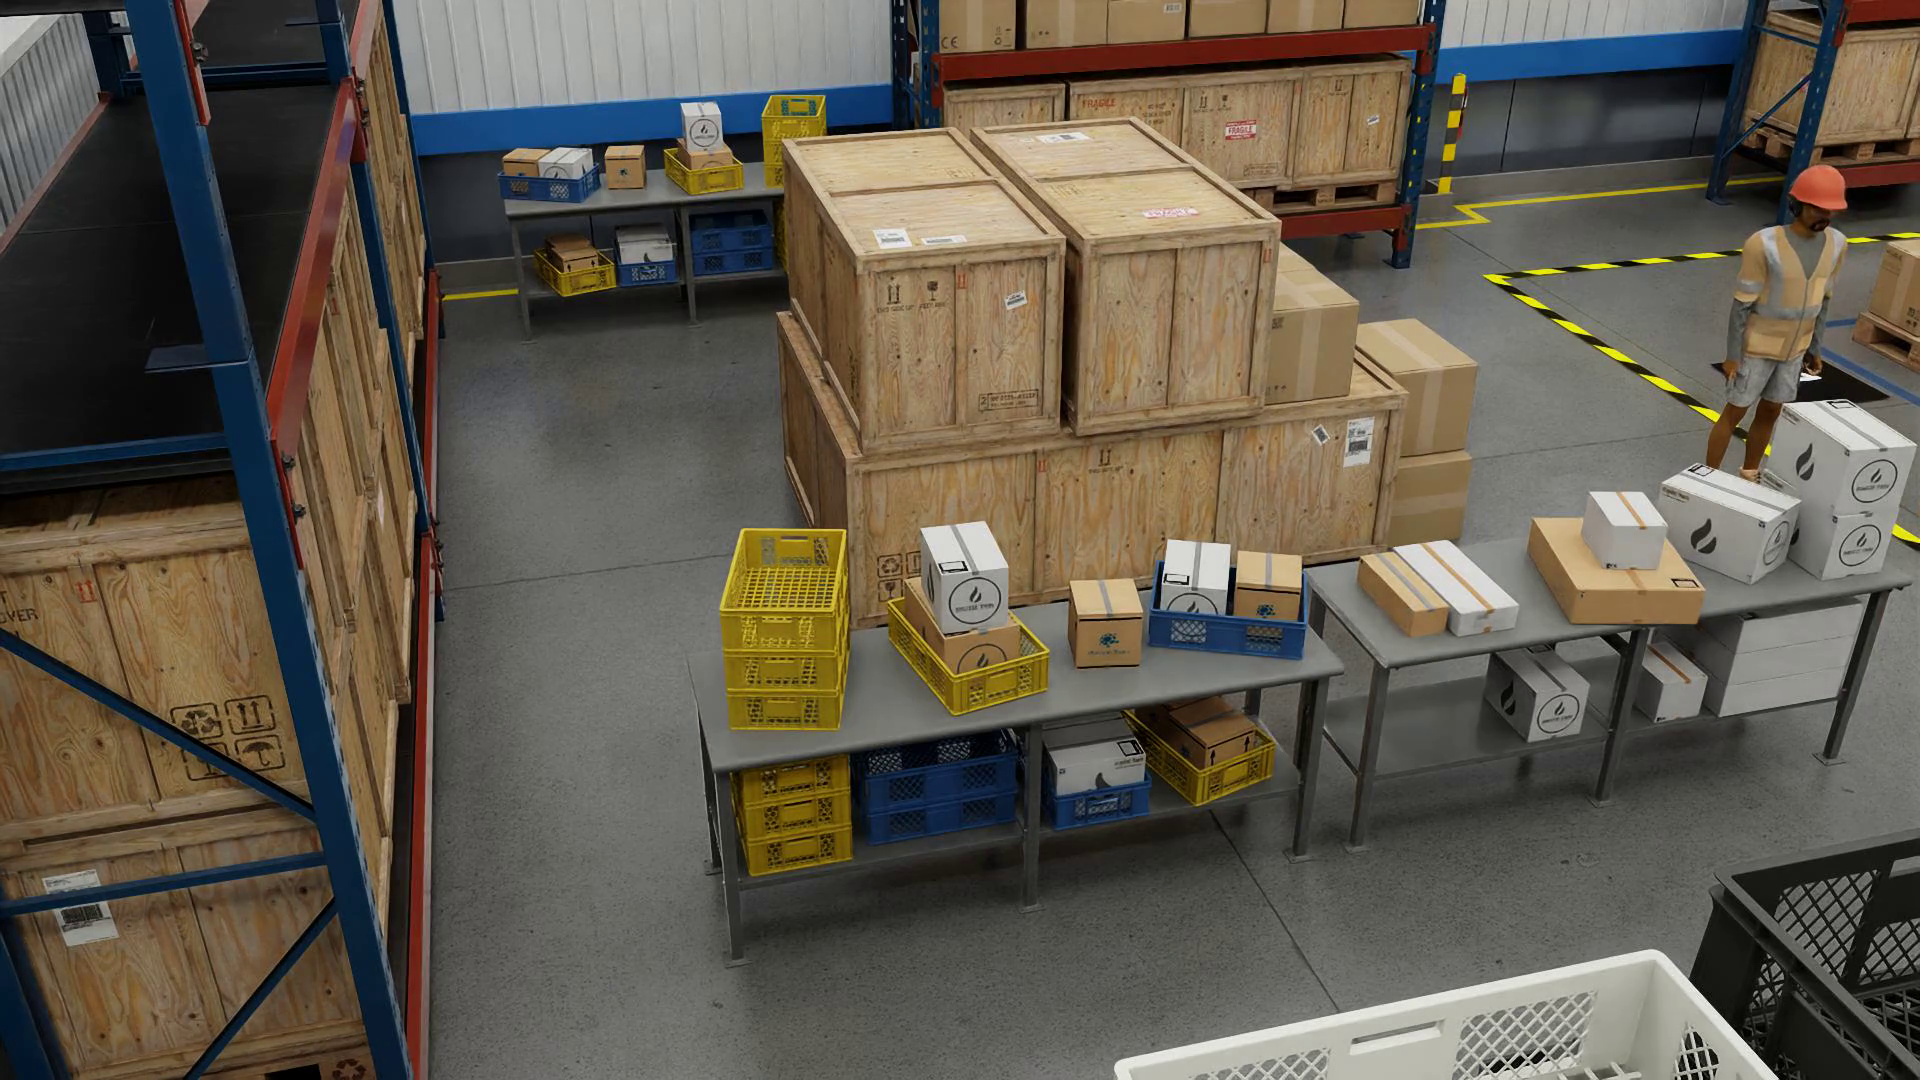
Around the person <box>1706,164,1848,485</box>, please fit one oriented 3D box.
[{"bbox_3d":[4.533,-1.076,9.232,0.604,2.046,0.373,-6,29,-10],"label":"person"}]
